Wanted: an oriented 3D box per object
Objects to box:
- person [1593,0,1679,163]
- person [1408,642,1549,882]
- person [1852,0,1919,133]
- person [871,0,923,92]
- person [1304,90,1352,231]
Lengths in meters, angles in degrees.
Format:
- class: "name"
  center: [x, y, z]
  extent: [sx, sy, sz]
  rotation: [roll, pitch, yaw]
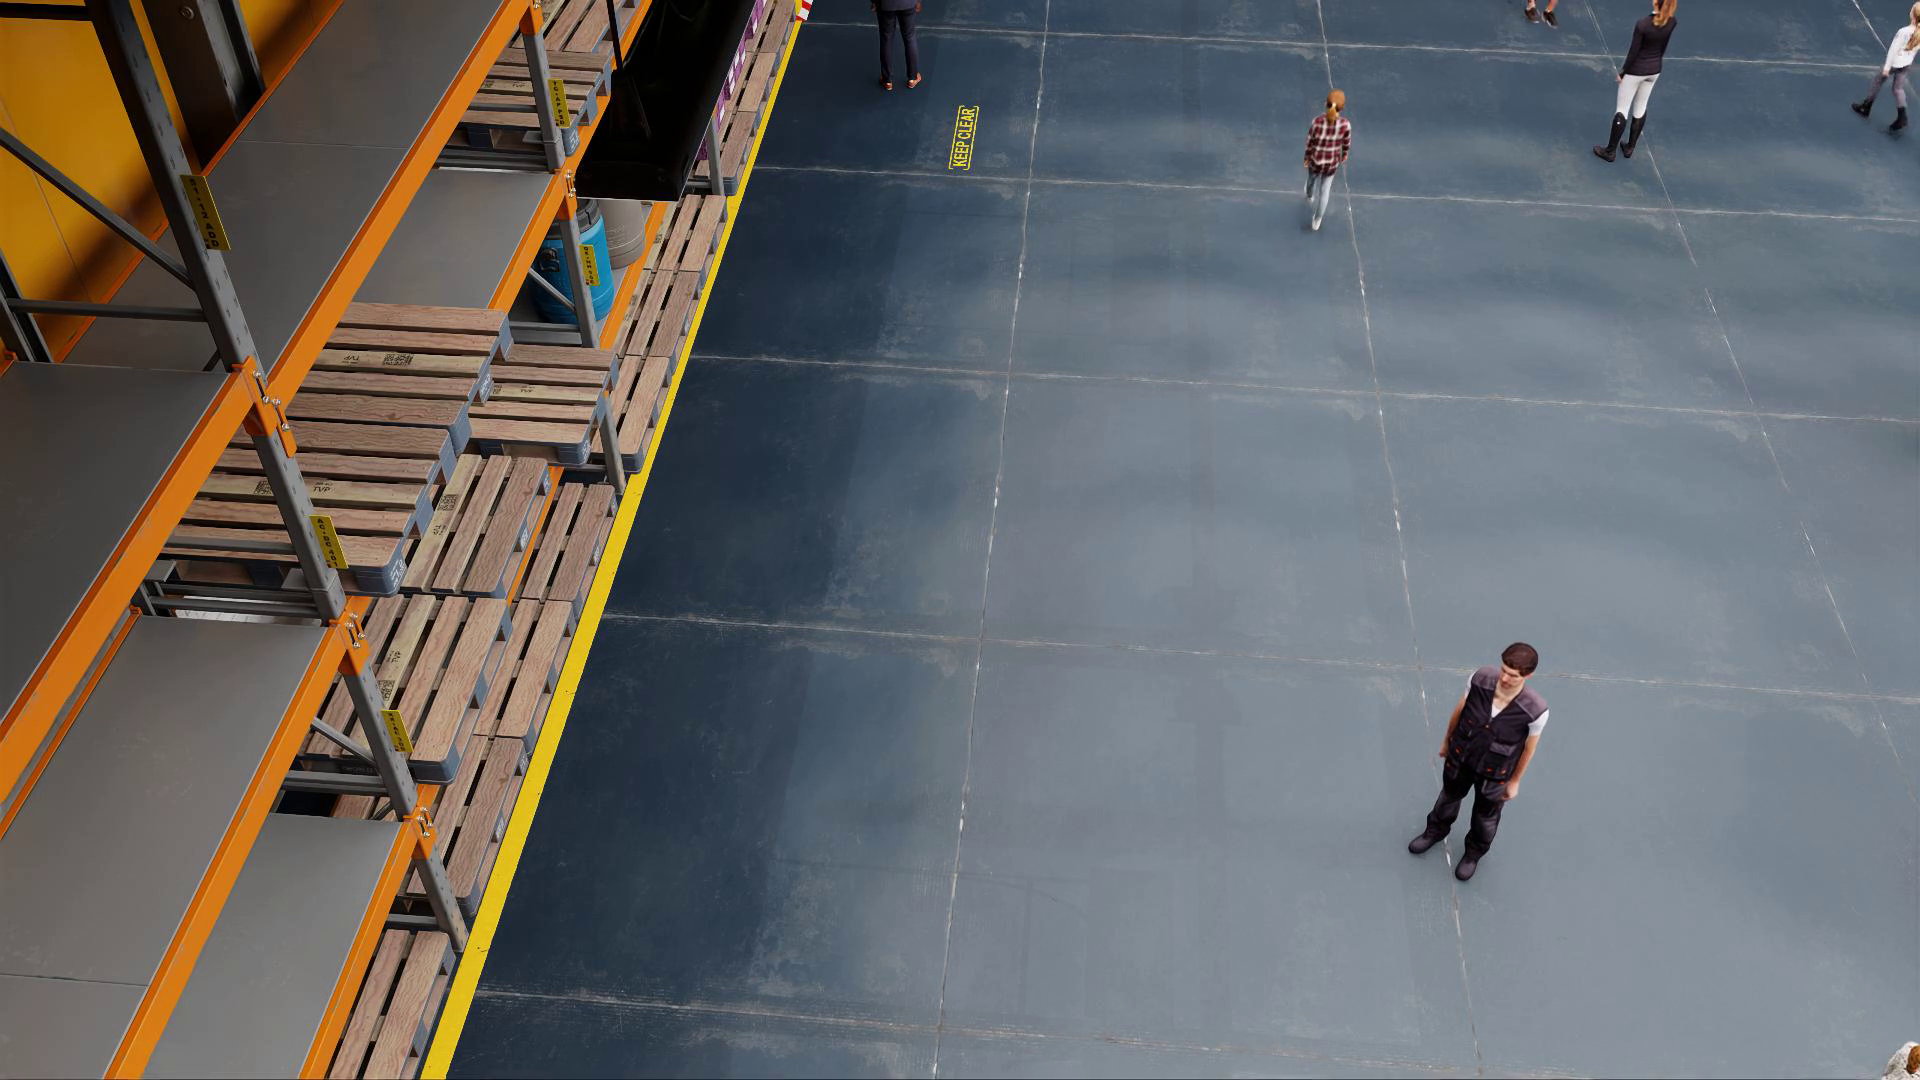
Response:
- class: "person"
  center: [6.367, -4.361, 15.569]
  extent: [0.644, 1.729, 0.665]
  rotation: [-12, 45, -12]
- class: "person"
  center: [3.026, 1.249, 9.594]
  extent: [0.742, 1.848, 0.770]
  rotation: [32, 52, 29]
- class: "person"
  center: [9.156, -4.592, 16.151]
  extent: [0.697, 1.261, 0.940]
  rotation: [-11, 45, -11]
- class: "person"
  center: [-0.631, -5.359, 16.549]
  extent: [0.722, 1.823, 0.651]
  rotation: [-2, 44, -3]
- class: "person"
  center: [3.259, -3.369, 14.857]
  extent: [0.584, 1.276, 0.863]
  rotation: [6, 44, 7]
